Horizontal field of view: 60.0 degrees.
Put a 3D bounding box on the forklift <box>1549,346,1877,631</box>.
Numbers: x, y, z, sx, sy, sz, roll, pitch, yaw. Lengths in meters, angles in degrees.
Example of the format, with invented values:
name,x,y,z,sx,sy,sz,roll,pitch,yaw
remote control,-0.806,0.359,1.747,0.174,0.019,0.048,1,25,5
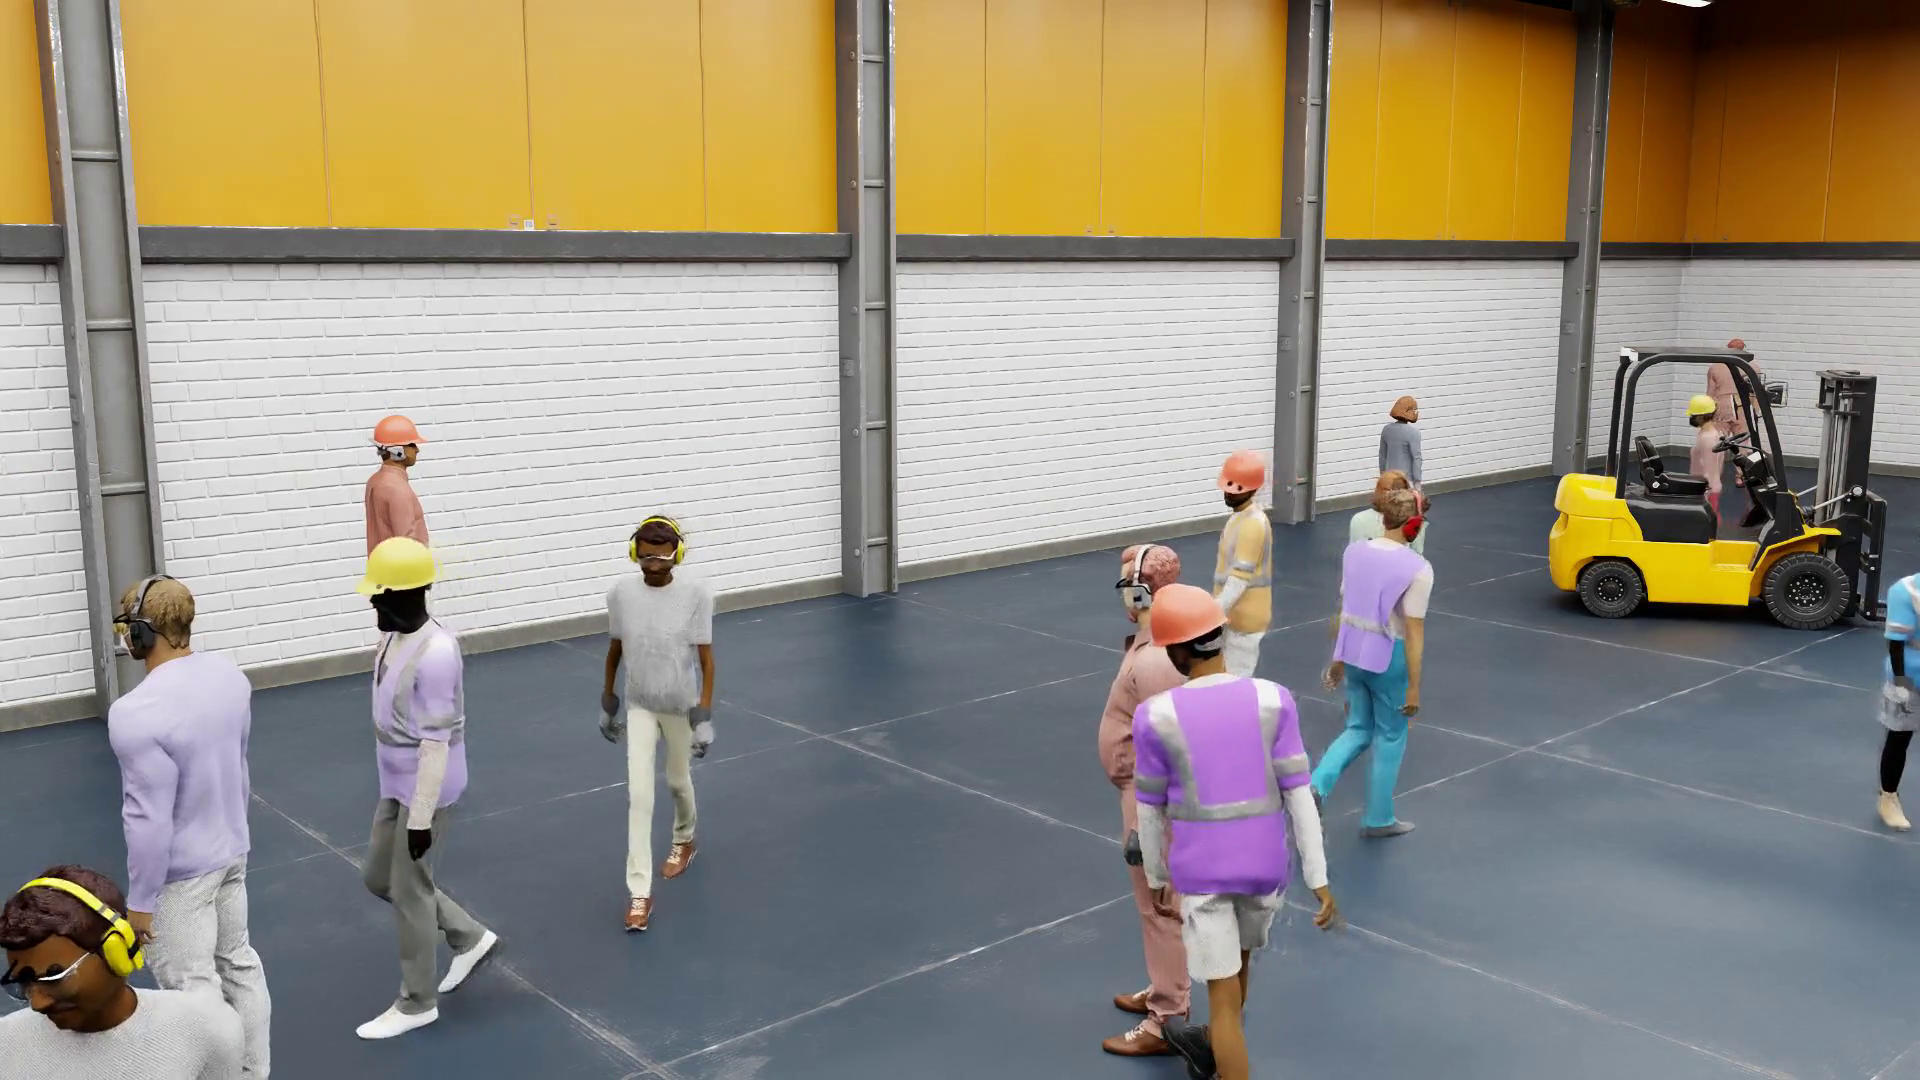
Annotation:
name,x,y,z,sx,sy,sz,roll,pitch,yaw
forklift,6.109,-0.478,13.691,2.313,2.155,1.214,3,10,16

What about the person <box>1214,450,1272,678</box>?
name,x,y,z,sx,sy,sz,roll,pitch,yaw
person,1.449,0.435,9.244,0.808,1.878,0.560,0,10,2

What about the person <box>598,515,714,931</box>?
name,x,y,z,sx,sy,sz,roll,pitch,yaw
person,-1.382,0.764,7.574,0.562,1.816,0.972,0,10,1

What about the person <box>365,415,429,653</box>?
name,x,y,z,sx,sy,sz,roll,pitch,yaw
person,-3.378,0.239,10.069,0.378,1.996,0.611,-7,12,-35

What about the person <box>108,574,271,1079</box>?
name,x,y,z,sx,sy,sz,roll,pitch,yaw
person,-2.503,1.065,5.401,0.356,1.938,0.633,1,10,6

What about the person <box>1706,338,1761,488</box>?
name,x,y,z,sx,sy,sz,roll,pitch,yaw
person,9.836,-1.613,21.175,0.643,1.909,0.411,5,11,28

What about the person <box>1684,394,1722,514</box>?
name,x,y,z,sx,sy,sz,roll,pitch,yaw
person,6.718,-0.437,14.841,0.796,1.730,0.534,4,11,23

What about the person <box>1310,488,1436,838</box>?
name,x,y,z,sx,sy,sz,roll,pitch,yaw
person,2.017,0.646,8.246,0.679,1.811,0.589,-5,11,-29

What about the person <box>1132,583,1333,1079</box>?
name,x,y,z,sx,sy,sz,roll,pitch,yaw
person,0.875,1.075,5.551,0.621,1.865,0.949,-1,10,-7

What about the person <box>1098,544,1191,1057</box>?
name,x,y,z,sx,sy,sz,roll,pitch,yaw
person,0.708,0.956,6.154,0.399,1.902,0.642,3,10,15

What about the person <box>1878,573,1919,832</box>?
name,x,y,z,sx,sy,sz,roll,pitch,yaw
person,4.852,0.718,8.237,0.539,1.650,0.825,1,10,4

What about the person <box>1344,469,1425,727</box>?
name,x,y,z,sx,sy,sz,roll,pitch,yaw
person,2.678,0.363,10.488,0.506,1.651,0.387,-1,10,-6

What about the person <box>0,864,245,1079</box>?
name,x,y,z,sx,sy,sz,roll,pitch,yaw
person,-1.659,1.477,3.329,0.510,1.830,0.862,-2,10,-11

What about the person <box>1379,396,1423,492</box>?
name,x,y,z,sx,sy,sz,roll,pitch,yaw
person,4.173,-0.549,15.744,0.266,1.631,0.507,-5,11,-29

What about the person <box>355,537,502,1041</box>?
name,x,y,z,sx,sy,sz,roll,pitch,yaw
person,-2.067,0.925,6.295,0.496,1.910,0.629,-6,11,-32
